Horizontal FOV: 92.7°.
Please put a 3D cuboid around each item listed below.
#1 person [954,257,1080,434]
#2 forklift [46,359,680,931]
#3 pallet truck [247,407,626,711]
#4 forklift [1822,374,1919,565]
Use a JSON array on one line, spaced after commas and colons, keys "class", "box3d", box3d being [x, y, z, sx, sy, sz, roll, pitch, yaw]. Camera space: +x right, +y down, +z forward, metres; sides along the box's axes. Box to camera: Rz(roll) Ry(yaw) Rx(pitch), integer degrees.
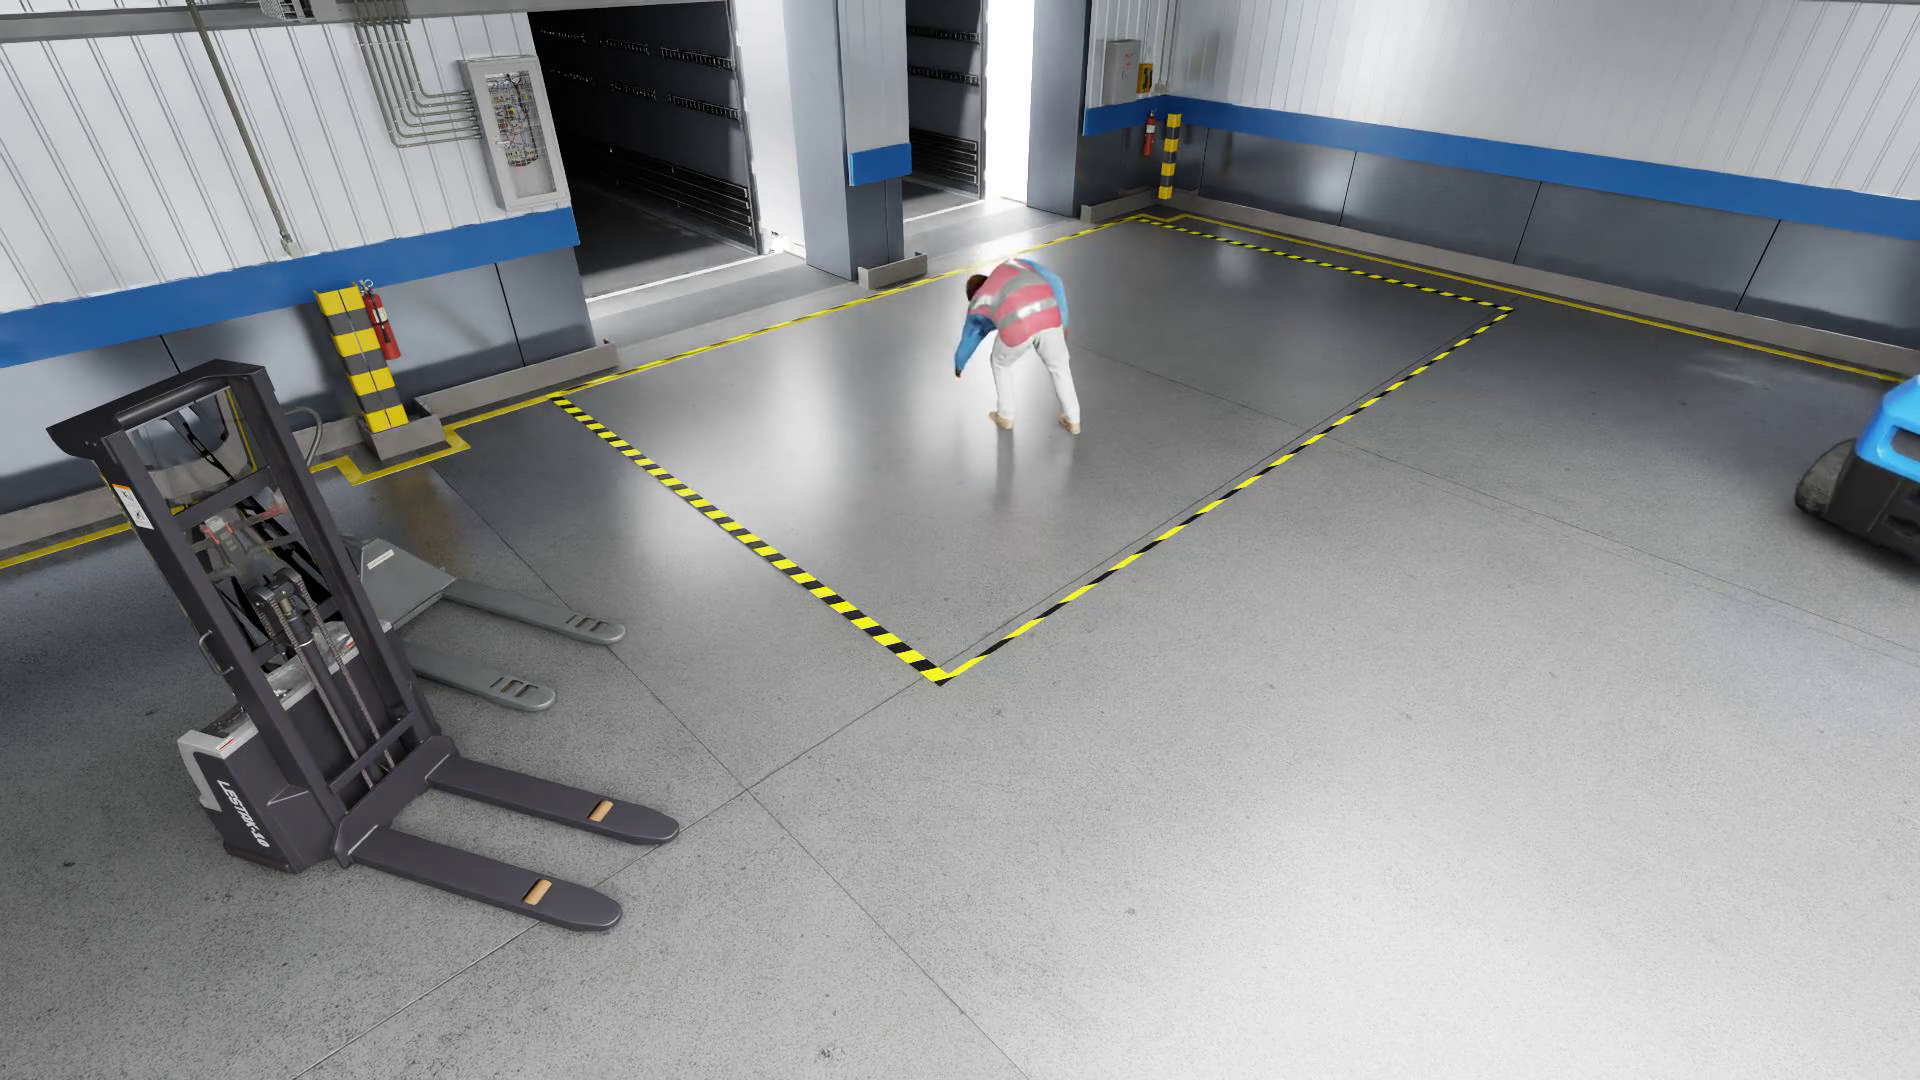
[{"class": "person", "box3d": [0.432, -1.442, 6.799, 0.976, 1.251, 0.858, 1, 34, 2]}, {"class": "forklift", "box3d": [-2.135, 0.422, 3.354, 1.885, 1.965, 0.823, 10, 35, 14]}, {"class": "pallet truck", "box3d": [-2.628, 0.038, 4.590, 1.601, 1.201, 0.680, 12, 36, 18]}, {"class": "forklift", "box3d": [6.605, -0.974, 5.091, 2.680, 2.036, 1.157, -11, 36, -16]}]
